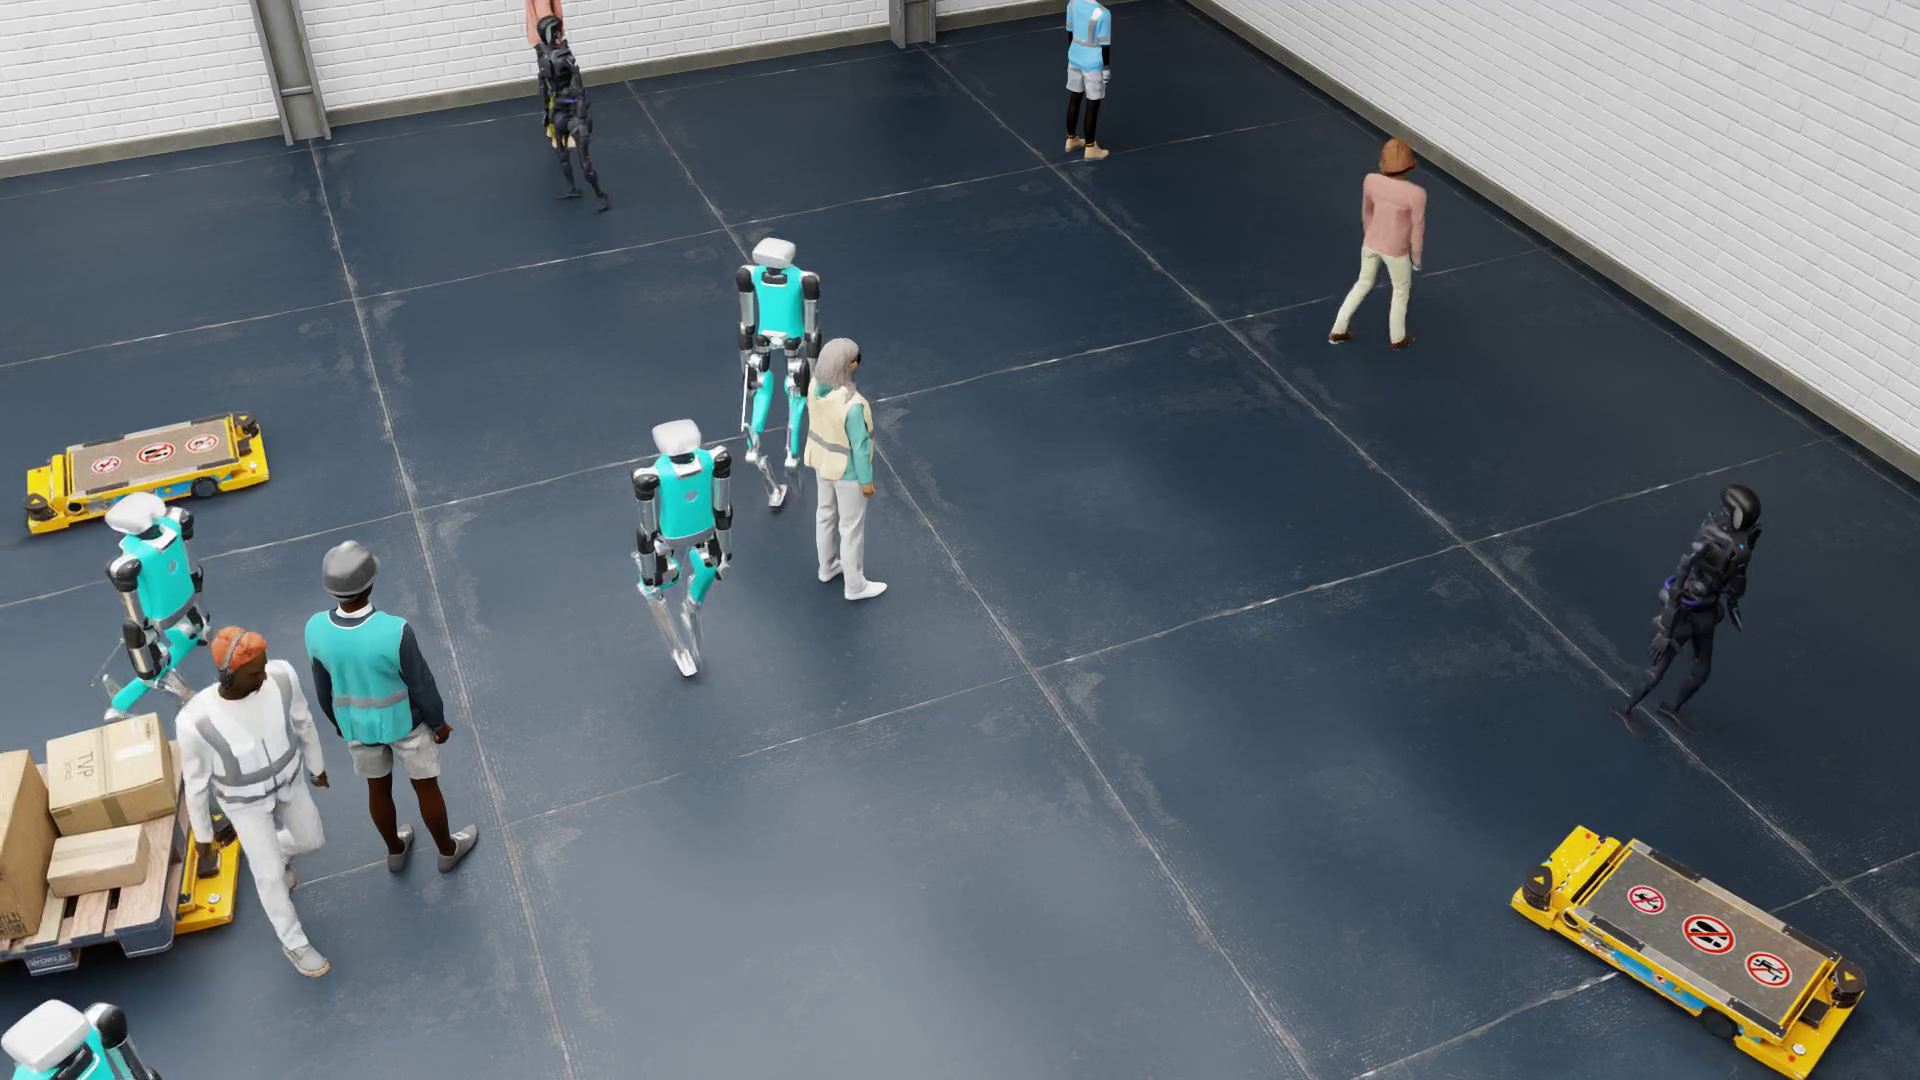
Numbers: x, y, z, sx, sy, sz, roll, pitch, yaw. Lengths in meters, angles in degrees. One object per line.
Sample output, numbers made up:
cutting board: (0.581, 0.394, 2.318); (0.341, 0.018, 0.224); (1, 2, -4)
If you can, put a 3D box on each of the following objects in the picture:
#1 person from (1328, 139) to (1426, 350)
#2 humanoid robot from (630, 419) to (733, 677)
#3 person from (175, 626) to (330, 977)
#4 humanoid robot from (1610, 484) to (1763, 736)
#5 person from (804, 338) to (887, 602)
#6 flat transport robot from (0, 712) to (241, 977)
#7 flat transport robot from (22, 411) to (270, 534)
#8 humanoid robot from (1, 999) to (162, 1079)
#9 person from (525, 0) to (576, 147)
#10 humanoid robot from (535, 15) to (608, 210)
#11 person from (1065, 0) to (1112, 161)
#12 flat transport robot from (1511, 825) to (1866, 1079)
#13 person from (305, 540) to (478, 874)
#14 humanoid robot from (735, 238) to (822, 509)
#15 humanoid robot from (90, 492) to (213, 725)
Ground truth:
person: (3.058, -2.085, 11.891); (0.500, 1.606, 0.546); (-30, 47, -33)
humanoid robot: (-1.544, 0.079, 9.051); (0.545, 1.891, 0.731); (-20, 42, -24)
person: (-3.203, 1.125, 7.508); (0.688, 1.858, 0.692); (26, 45, 30)
humanoid robot: (3.814, 0.351, 8.670); (0.588, 1.639, 0.394); (-19, 42, -23)
person: (-0.694, -0.399, 9.609); (0.364, 1.708, 0.473); (-28, 45, -31)
flat transport robot: (-4.271, 1.700, 8.061); (1.431, 0.231, 0.659); (-9, 38, -11)
flat transport robot: (-5.309, -0.454, 10.865); (1.431, 0.231, 0.659); (-15, 40, -19)
humanoid robot: (-2.814, 2.384, 5.994); (0.799, 1.804, 0.537); (13, 39, 16)
person: (-3.640, -4.404, 14.720); (0.364, 1.836, 0.520); (-11, 39, -14)
humanoid robot: (-3.228, -3.530, 13.715); (0.603, 1.642, 0.362); (26, 45, 30)
person: (1.131, -4.169, 14.524); (0.317, 1.697, 0.539); (-23, 43, -27)
flat transport robot: (3.409, 1.883, 7.822); (1.431, 0.231, 0.659); (31, 47, 34)
person: (-2.703, 0.832, 7.820); (0.566, 1.938, 0.428); (2, 38, 3)
humanoid robot: (-1.159, -0.882, 10.281); (0.534, 1.845, 0.800); (8, 38, 10)
humanoid robot: (-4.135, 0.488, 8.441); (0.754, 1.769, 0.530); (10, 39, 12)
